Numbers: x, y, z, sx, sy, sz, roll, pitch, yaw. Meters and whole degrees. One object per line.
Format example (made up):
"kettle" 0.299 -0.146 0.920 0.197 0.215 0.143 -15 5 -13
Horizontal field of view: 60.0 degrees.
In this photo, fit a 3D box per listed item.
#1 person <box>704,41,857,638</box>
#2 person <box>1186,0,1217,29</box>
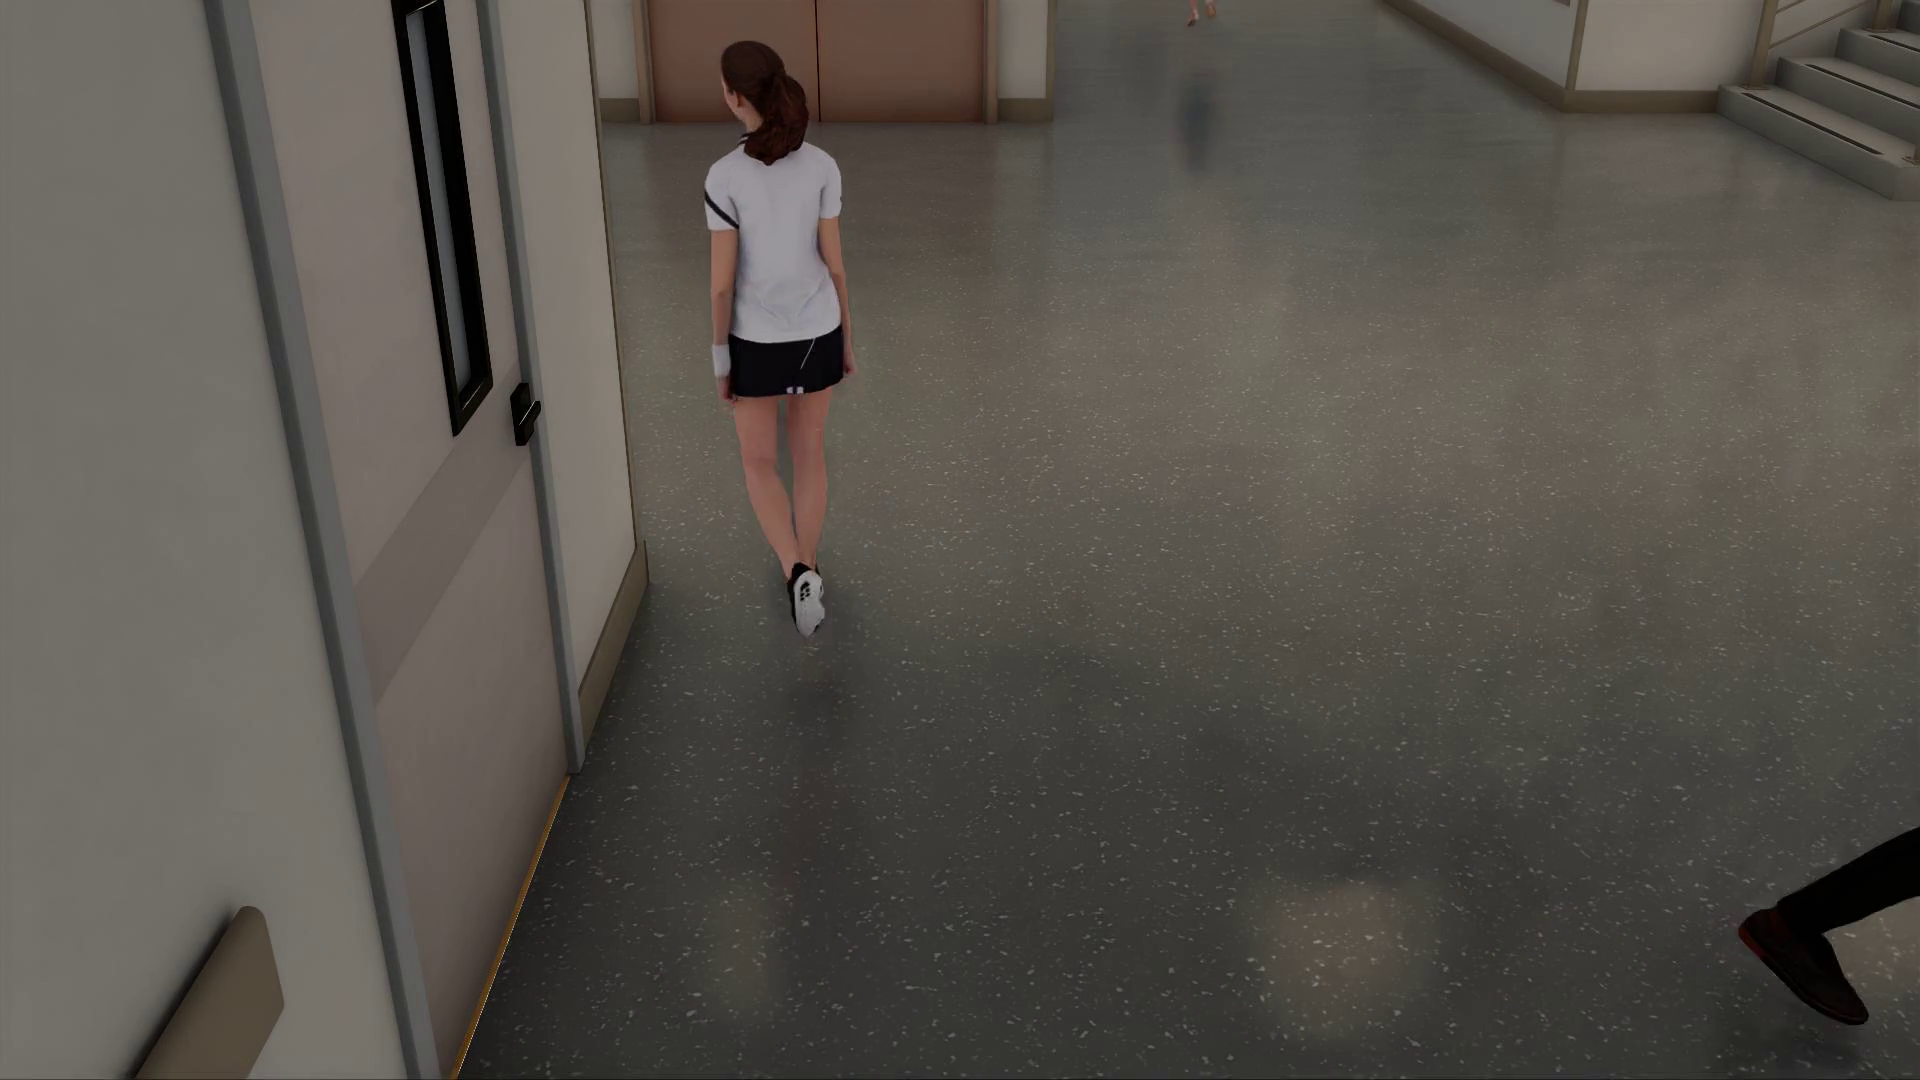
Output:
"person" -0.499 -0.518 4.802 0.974 1.730 0.862 -8 27 -16
"person" 2.258 -5.565 15.332 0.673 1.674 0.703 -6 26 -11
